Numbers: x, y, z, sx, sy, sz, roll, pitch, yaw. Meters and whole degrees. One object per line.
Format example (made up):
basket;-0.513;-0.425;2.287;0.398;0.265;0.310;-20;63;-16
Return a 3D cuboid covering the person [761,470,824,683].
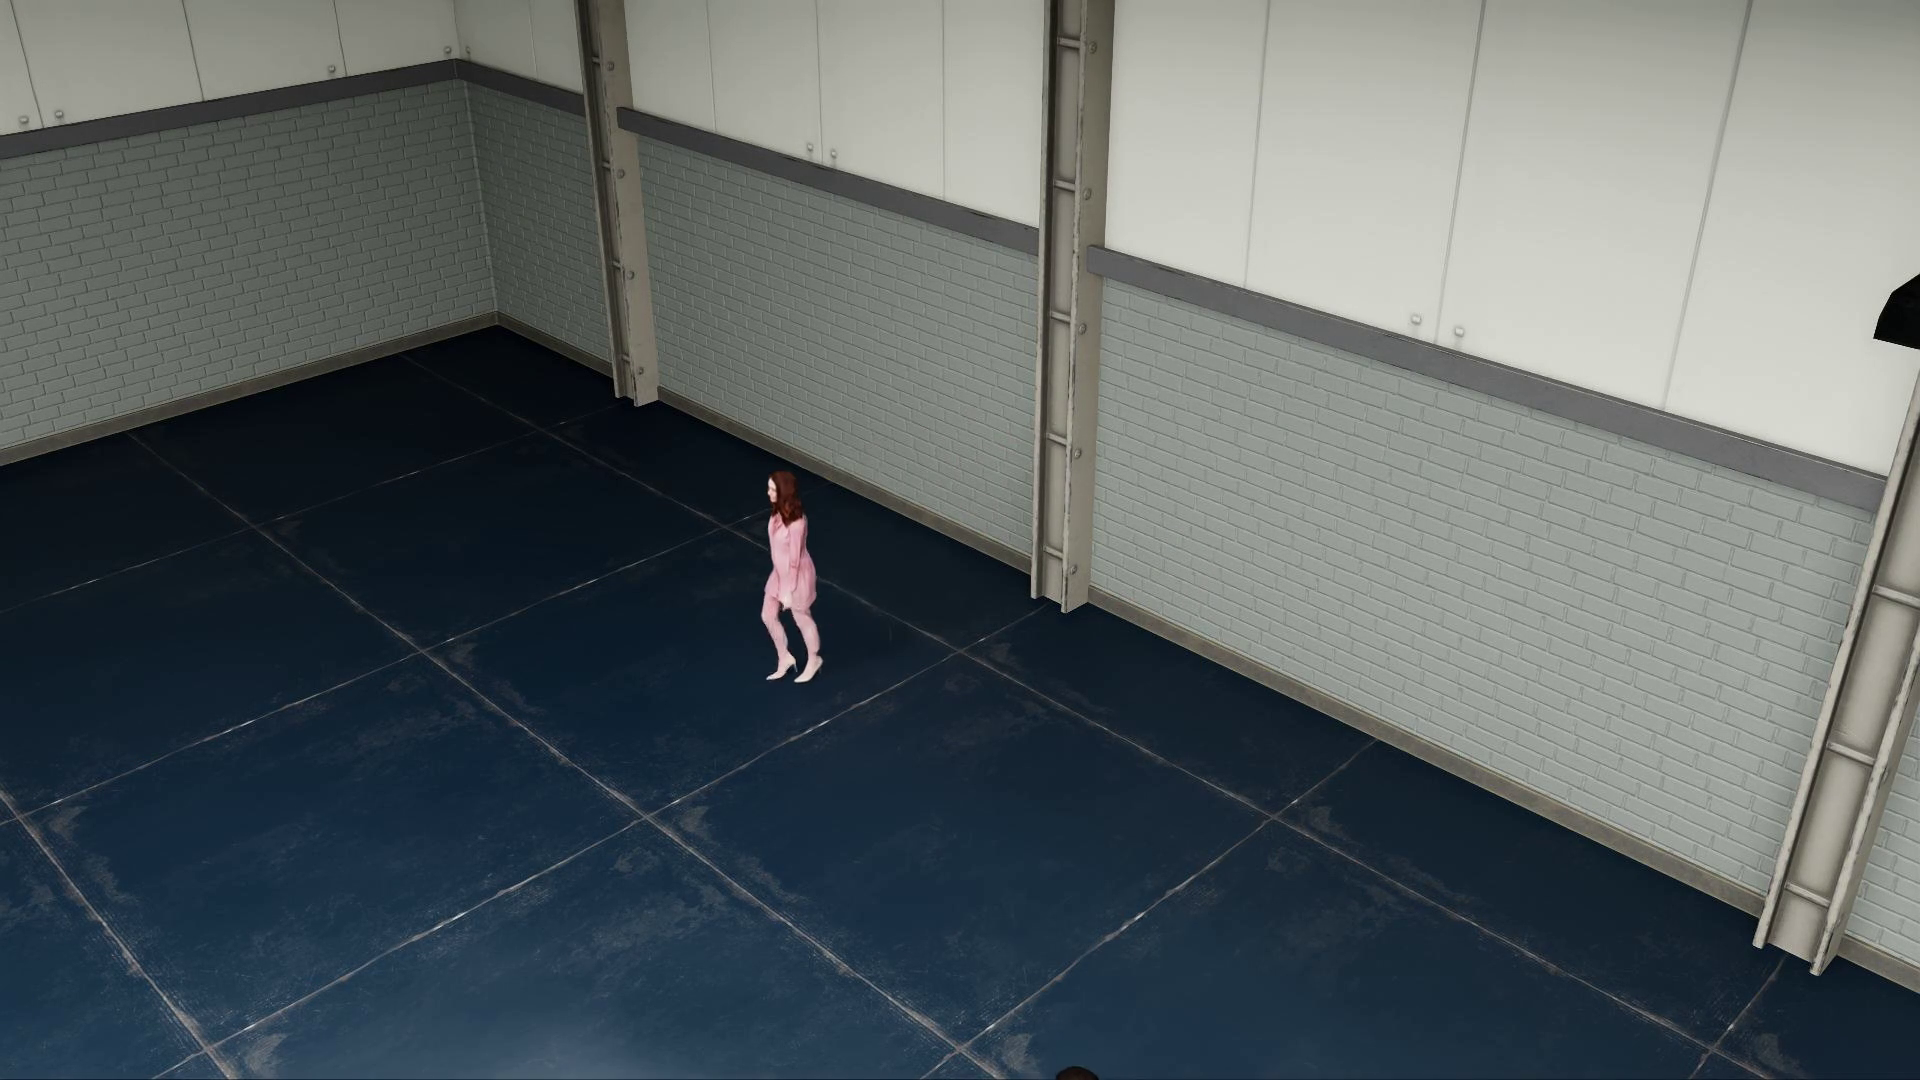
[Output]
person;-1.158;0.275;12.338;0.740;1.785;0.663;-18;33;-30
